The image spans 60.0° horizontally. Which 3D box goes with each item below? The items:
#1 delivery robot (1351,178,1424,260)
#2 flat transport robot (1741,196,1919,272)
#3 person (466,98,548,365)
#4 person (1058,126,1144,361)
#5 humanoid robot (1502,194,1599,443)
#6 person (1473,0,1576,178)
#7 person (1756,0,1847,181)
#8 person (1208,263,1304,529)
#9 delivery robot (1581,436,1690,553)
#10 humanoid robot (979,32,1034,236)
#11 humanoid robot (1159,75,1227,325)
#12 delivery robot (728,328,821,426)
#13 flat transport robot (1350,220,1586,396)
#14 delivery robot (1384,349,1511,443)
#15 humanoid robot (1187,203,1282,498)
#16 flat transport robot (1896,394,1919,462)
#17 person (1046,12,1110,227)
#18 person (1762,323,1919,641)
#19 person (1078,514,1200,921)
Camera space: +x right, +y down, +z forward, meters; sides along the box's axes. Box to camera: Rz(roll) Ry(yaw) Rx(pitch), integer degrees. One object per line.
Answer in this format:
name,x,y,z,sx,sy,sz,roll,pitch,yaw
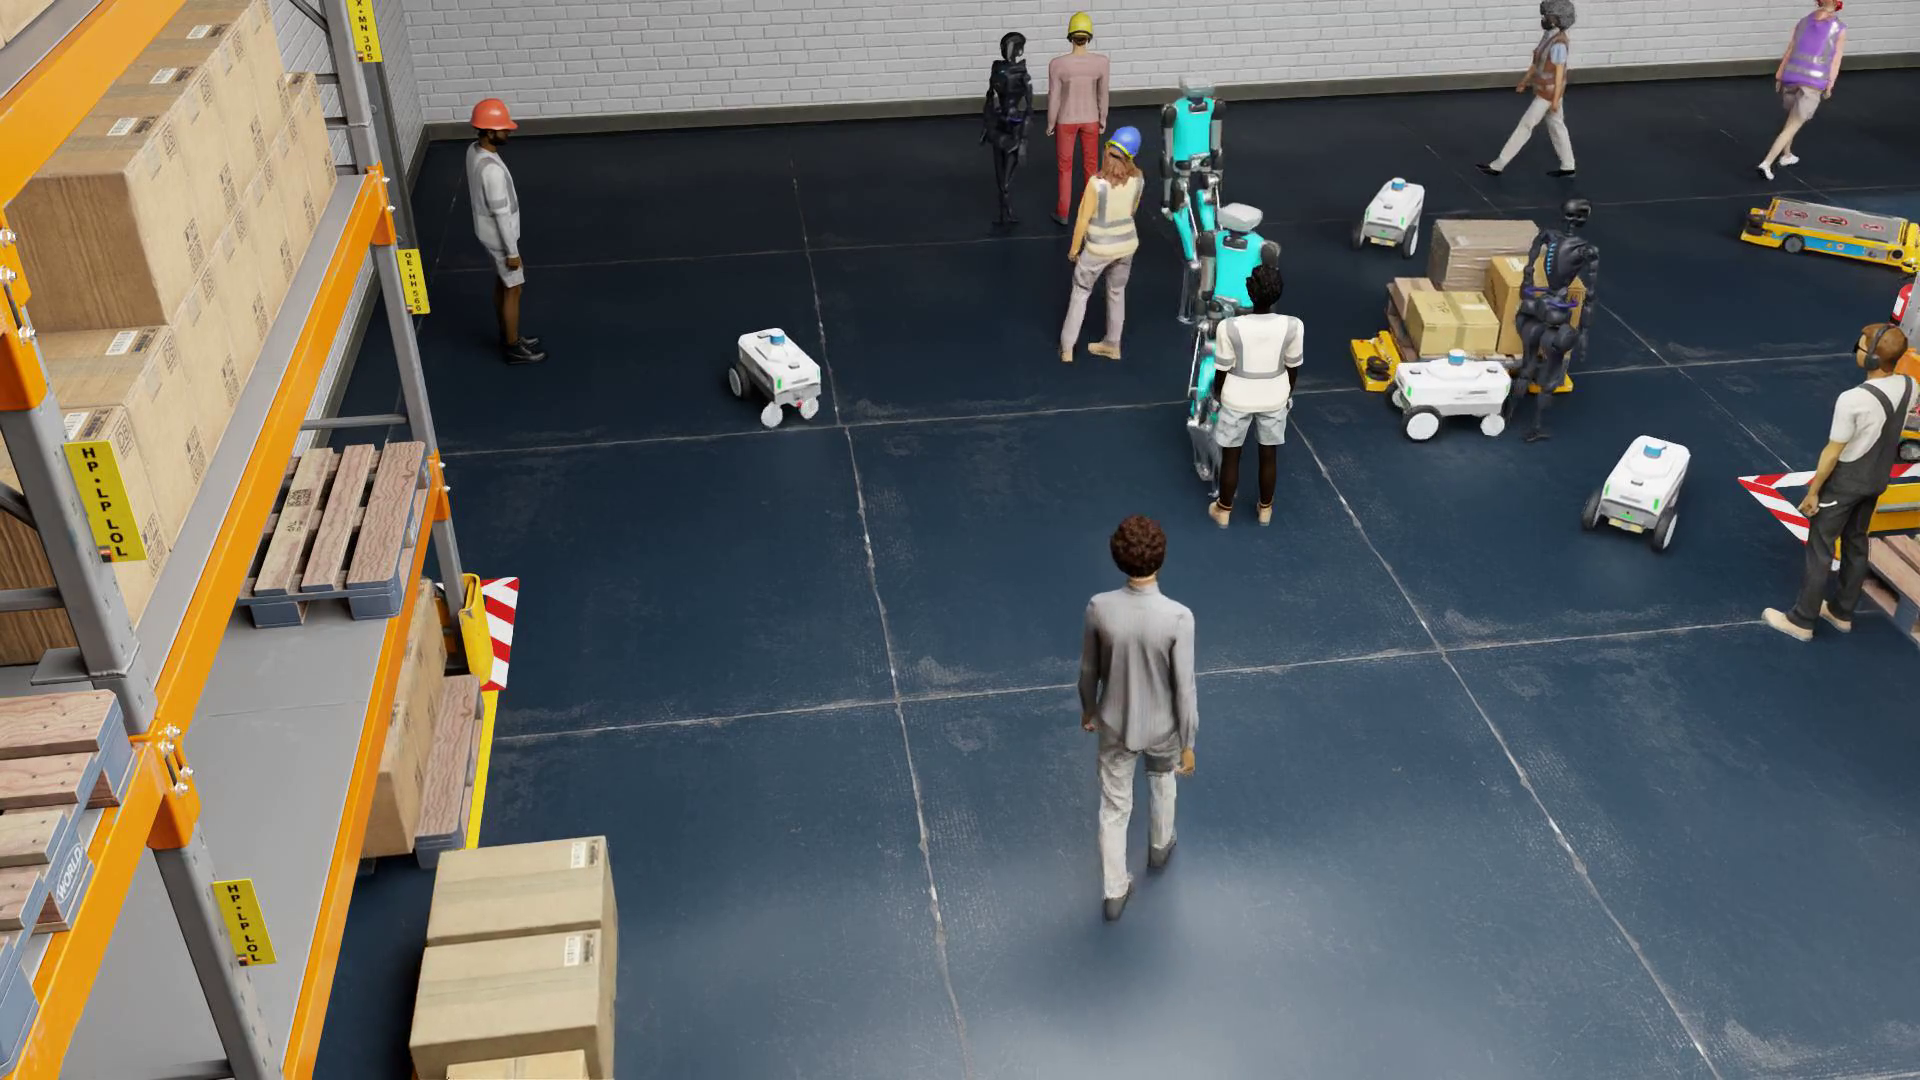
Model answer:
delivery robot,3.560,-2.664,13.685,0.499,0.607,0.801,15,36,22
flat transport robot,7.260,-2.519,13.713,1.431,0.231,0.659,17,37,24
person,-3.177,-2.137,11.618,0.385,1.924,0.547,-16,36,-23
person,0.960,-2.065,11.667,0.585,1.741,0.474,-11,35,-17
humanoid robot,3.807,-1.430,10.764,0.343,1.656,0.603,-18,37,-26
person,5.151,-3.983,14.699,0.918,1.629,0.455,6,34,9
person,7.457,-4.047,14.780,0.836,1.654,0.482,-20,38,-28
person,1.730,-0.833,9.818,0.534,1.699,0.318,-2,33,-3
delivery robot,4.137,-0.320,10.073,0.499,0.585,0.765,21,38,28
humanoid robot,0.366,-3.352,13.699,0.415,1.648,0.598,-23,39,-31
humanoid robot,1.817,-2.472,12.327,0.543,1.809,0.799,-15,36,-22
delivery robot,-1.259,-1.156,11.368,0.527,0.601,0.773,-17,37,-24
flat transport robot,3.549,-1.277,11.809,1.431,0.231,0.659,0,33,1
delivery robot,3.254,-0.989,11.096,0.762,0.582,0.499,-1,33,-2
humanoid robot,1.564,-1.106,10.203,0.635,1.773,0.810,23,40,31
flat transport robot,6.587,-0.695,10.918,1.431,0.231,0.659,13,35,19
person,0.968,-3.487,13.826,0.530,1.767,0.326,-6,34,-9
person,4.746,-0.298,8.889,0.510,1.832,0.375,-12,35,-18
person,0.777,0.766,7.238,0.560,1.844,0.772,8,34,12
